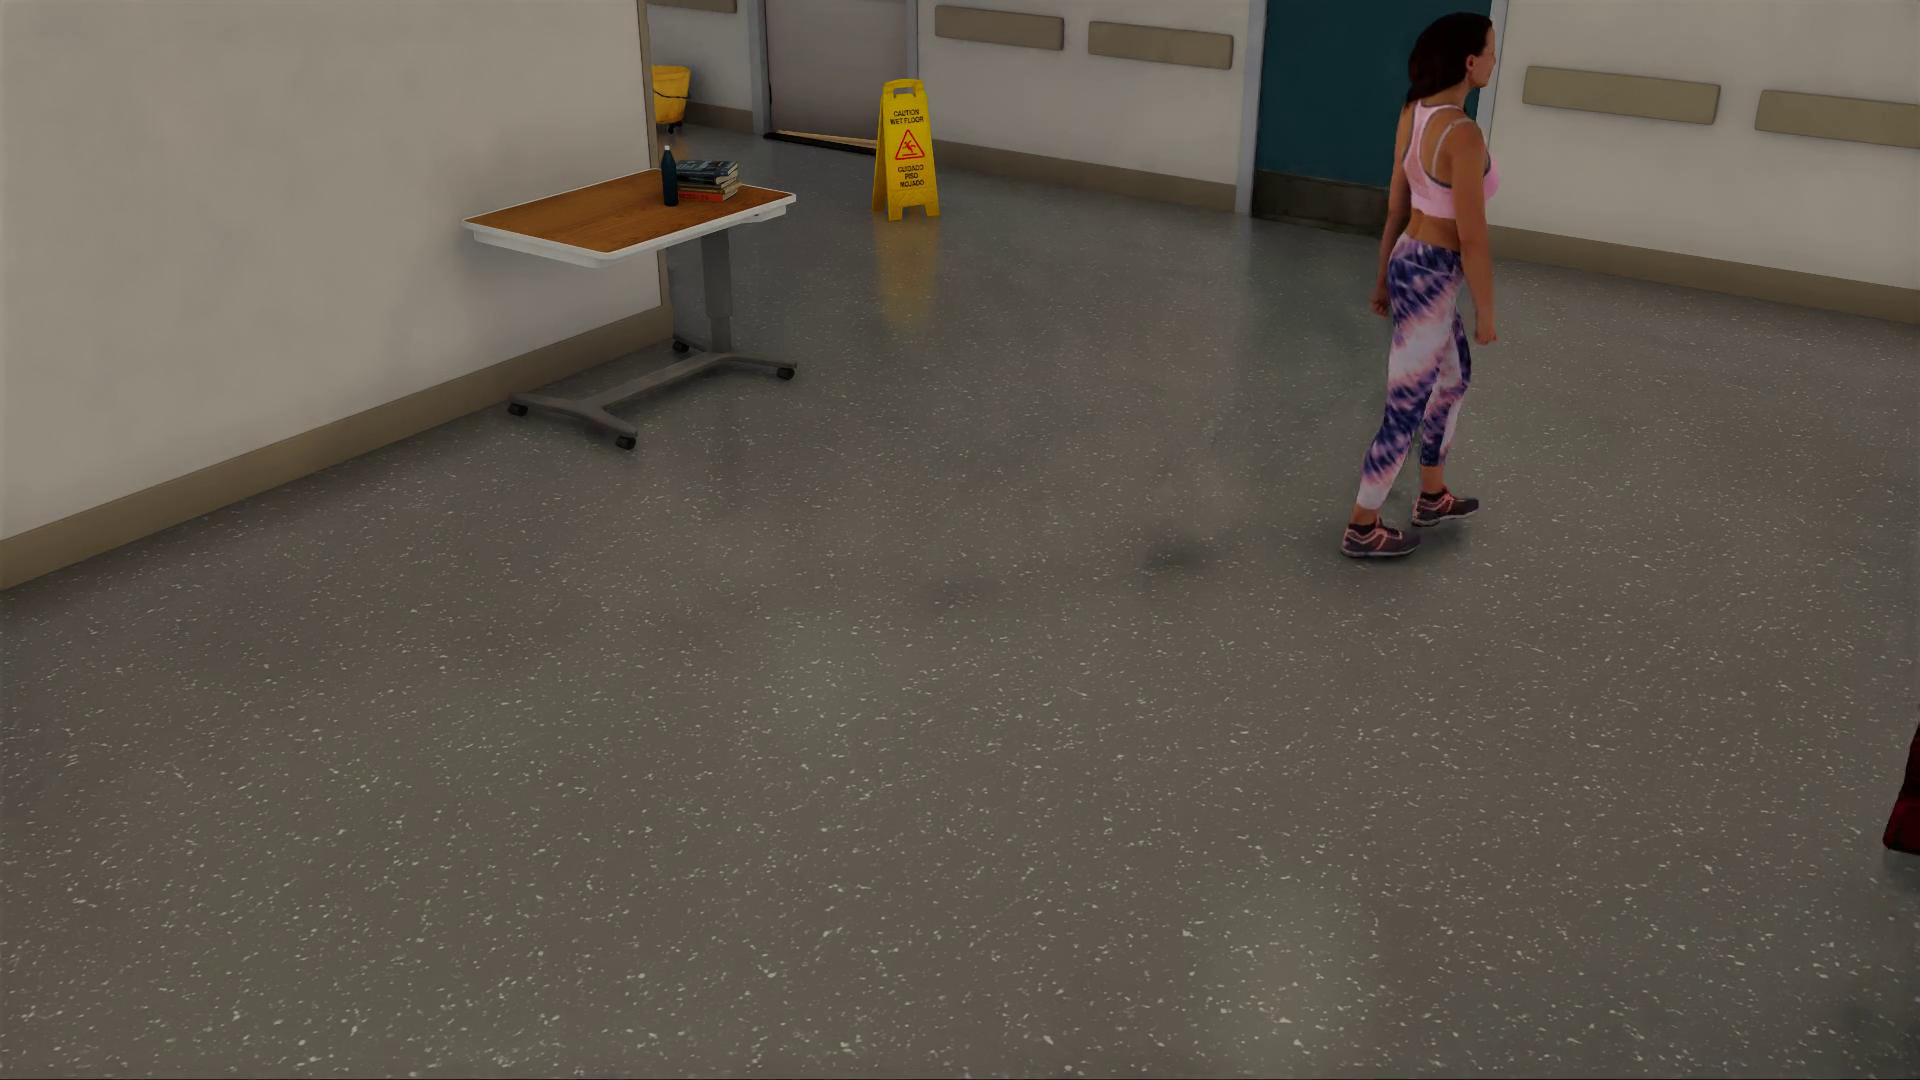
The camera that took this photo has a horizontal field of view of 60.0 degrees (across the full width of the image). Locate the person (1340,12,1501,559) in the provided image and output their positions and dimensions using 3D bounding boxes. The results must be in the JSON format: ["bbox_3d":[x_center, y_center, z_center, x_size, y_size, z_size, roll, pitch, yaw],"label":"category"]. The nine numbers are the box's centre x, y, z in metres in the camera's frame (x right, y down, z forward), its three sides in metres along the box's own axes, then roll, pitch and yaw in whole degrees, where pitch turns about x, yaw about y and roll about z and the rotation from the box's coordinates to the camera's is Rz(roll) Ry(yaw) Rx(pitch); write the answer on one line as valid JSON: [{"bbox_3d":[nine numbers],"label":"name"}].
[{"bbox_3d":[1.395,-0.753,5.267,0.907,1.750,0.856,-6,26,-11],"label":"person"}]
